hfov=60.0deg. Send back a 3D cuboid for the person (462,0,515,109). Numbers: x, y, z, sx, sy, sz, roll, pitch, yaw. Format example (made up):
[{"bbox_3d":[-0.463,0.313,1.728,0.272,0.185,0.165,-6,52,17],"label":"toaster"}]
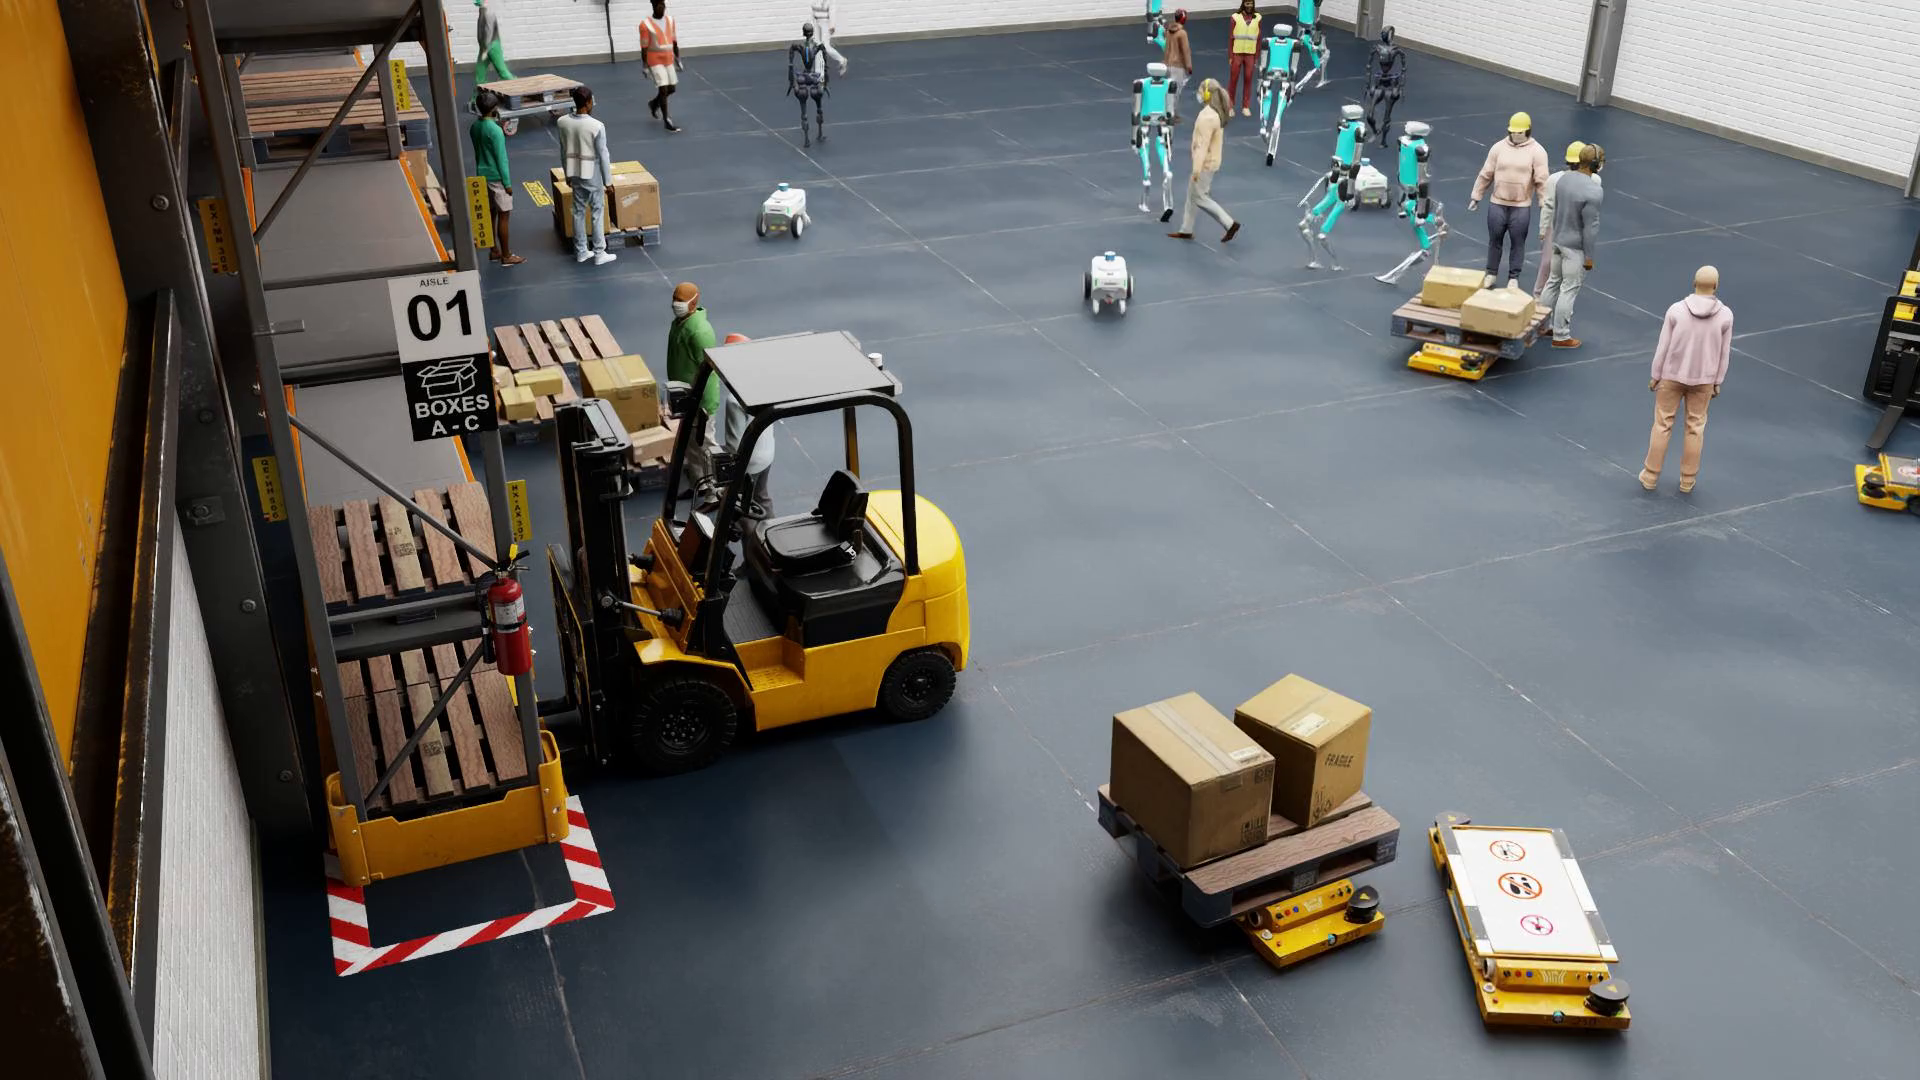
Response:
[{"bbox_3d":[-7.075,-7.408,25.035,0.974,1.793,0.508,-16,31,-29],"label":"person"}]

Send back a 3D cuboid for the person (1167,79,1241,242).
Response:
[{"bbox_3d":[2.782,-4.238,18.666,0.808,1.848,0.573,8,28,16],"label":"person"}]

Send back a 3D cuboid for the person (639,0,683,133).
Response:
[{"bbox_3d":[-4.315,-6.846,23.748,0.763,1.935,0.622,20,33,35],"label":"person"}]

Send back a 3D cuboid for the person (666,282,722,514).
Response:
[{"bbox_3d":[-1.988,-1.066,12.422,0.384,1.784,0.548,-15,30,-27],"label":"person"}]

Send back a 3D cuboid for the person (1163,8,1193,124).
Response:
[{"bbox_3d":[3.192,-6.882,24.153,0.487,1.641,0.464,-10,29,-20],"label":"person"}]

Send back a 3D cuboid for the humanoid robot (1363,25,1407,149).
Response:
[{"bbox_3d":[5.837,-6.198,22.752,0.598,1.647,0.365,18,32,31],"label":"humanoid robot"}]

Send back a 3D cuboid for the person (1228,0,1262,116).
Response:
[{"bbox_3d":[4.193,-7.168,24.588,0.471,1.765,0.373,-1,27,-2],"label":"person"}]

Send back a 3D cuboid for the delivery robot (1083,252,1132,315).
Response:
[{"bbox_3d":[1.514,-2.639,16.916,0.499,0.592,0.771,1,27,2],"label":"delivery robot"}]

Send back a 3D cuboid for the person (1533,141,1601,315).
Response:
[{"bbox_3d":[5.999,-3.074,16.451,0.528,1.758,0.374,5,27,9],"label":"person"}]

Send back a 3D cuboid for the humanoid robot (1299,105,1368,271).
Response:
[{"bbox_3d":[3.918,-3.725,17.780,0.781,1.788,0.530,-6,27,-12],"label":"humanoid robot"}]

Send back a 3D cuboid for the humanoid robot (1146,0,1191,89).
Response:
[{"bbox_3d":[3.372,-8.072,26.424,0.968,1.764,0.548,12,29,23],"label":"humanoid robot"}]

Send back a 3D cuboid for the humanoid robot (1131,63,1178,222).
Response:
[{"bbox_3d":[2.357,-4.660,19.643,0.562,1.782,0.957,-4,27,-9],"label":"humanoid robot"}]

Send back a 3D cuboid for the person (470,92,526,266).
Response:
[{"bbox_3d":[-5.046,-3.889,17.974,0.496,1.843,0.404,21,34,36],"label":"person"}]

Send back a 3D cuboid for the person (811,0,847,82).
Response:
[{"bbox_3d":[-2.174,-8.329,26.775,0.627,1.870,0.593,-22,34,-36],"label":"person"}]

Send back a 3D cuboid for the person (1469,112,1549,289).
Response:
[{"bbox_3d":[5.694,-3.494,17.175,0.811,1.856,0.436,15,30,27],"label":"person"}]

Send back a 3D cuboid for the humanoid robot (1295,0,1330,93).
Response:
[{"bbox_3d":[5.624,-7.857,26.028,1.030,1.764,0.544,-13,30,-24],"label":"humanoid robot"}]

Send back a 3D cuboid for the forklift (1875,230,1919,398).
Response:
[{"bbox_3d":[9.029,-2.397,14.618,1.214,2.155,2.313,18,32,32],"label":"forklift"}]

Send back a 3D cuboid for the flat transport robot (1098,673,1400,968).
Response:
[{"bbox_3d":[1.492,1.655,8.696,0.659,0.231,1.431,-13,29,-24],"label":"flat transport robot"}]

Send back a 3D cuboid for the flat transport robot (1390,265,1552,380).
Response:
[{"bbox_3d":[4.791,-1.859,15.684,0.659,0.231,1.431,17,31,30],"label":"flat transport robot"}]

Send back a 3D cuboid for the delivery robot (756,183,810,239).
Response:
[{"bbox_3d":[-2.030,-3.815,19.263,0.525,0.599,0.771,5,27,9],"label":"delivery robot"}]

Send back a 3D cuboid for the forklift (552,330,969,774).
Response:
[{"bbox_3d":[-1.094,0.010,9.831,2.313,2.155,1.214,-10,28,-20],"label":"forklift"}]

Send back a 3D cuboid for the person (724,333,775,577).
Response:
[{"bbox_3d":[-1.474,-0.589,11.524,0.350,1.737,0.571,9,28,17],"label":"person"}]

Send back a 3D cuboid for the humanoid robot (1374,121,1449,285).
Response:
[{"bbox_3d":[4.890,-3.472,17.302,1.032,1.760,0.538,-6,27,-12],"label":"humanoid robot"}]

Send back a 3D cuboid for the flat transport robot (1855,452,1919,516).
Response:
[{"bbox_3d":[7.663,-0.362,12.707,1.431,0.231,0.659,11,29,20],"label":"flat transport robot"}]

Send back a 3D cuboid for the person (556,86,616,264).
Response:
[{"bbox_3d":[-4.033,-3.928,17.982,0.595,1.908,0.409,10,28,19],"label":"person"}]

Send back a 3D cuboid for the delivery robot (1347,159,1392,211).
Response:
[{"bbox_3d":[4.931,-4.340,20.319,0.499,0.611,0.809,-5,27,-10],"label":"delivery robot"}]

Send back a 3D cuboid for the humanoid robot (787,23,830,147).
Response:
[{"bbox_3d":[-2.096,-6.299,22.961,0.601,1.643,0.550,1,27,1],"label":"humanoid robot"}]

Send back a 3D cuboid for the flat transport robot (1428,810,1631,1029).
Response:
[{"bbox_3d":[2.803,1.861,8.285,0.659,0.231,1.431,2,27,3],"label":"flat transport robot"}]

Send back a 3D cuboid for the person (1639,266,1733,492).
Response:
[{"bbox_3d":[5.559,-1.217,12.722,0.536,1.780,0.401,7,28,14],"label":"person"}]

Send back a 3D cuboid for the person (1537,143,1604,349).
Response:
[{"bbox_3d":[5.749,-2.755,15.621,0.362,1.932,0.627,-6,27,-12],"label":"person"}]

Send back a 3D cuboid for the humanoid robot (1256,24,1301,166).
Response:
[{"bbox_3d":[4.161,-5.858,22.034,0.546,1.780,0.938,7,27,13],"label":"humanoid robot"}]
